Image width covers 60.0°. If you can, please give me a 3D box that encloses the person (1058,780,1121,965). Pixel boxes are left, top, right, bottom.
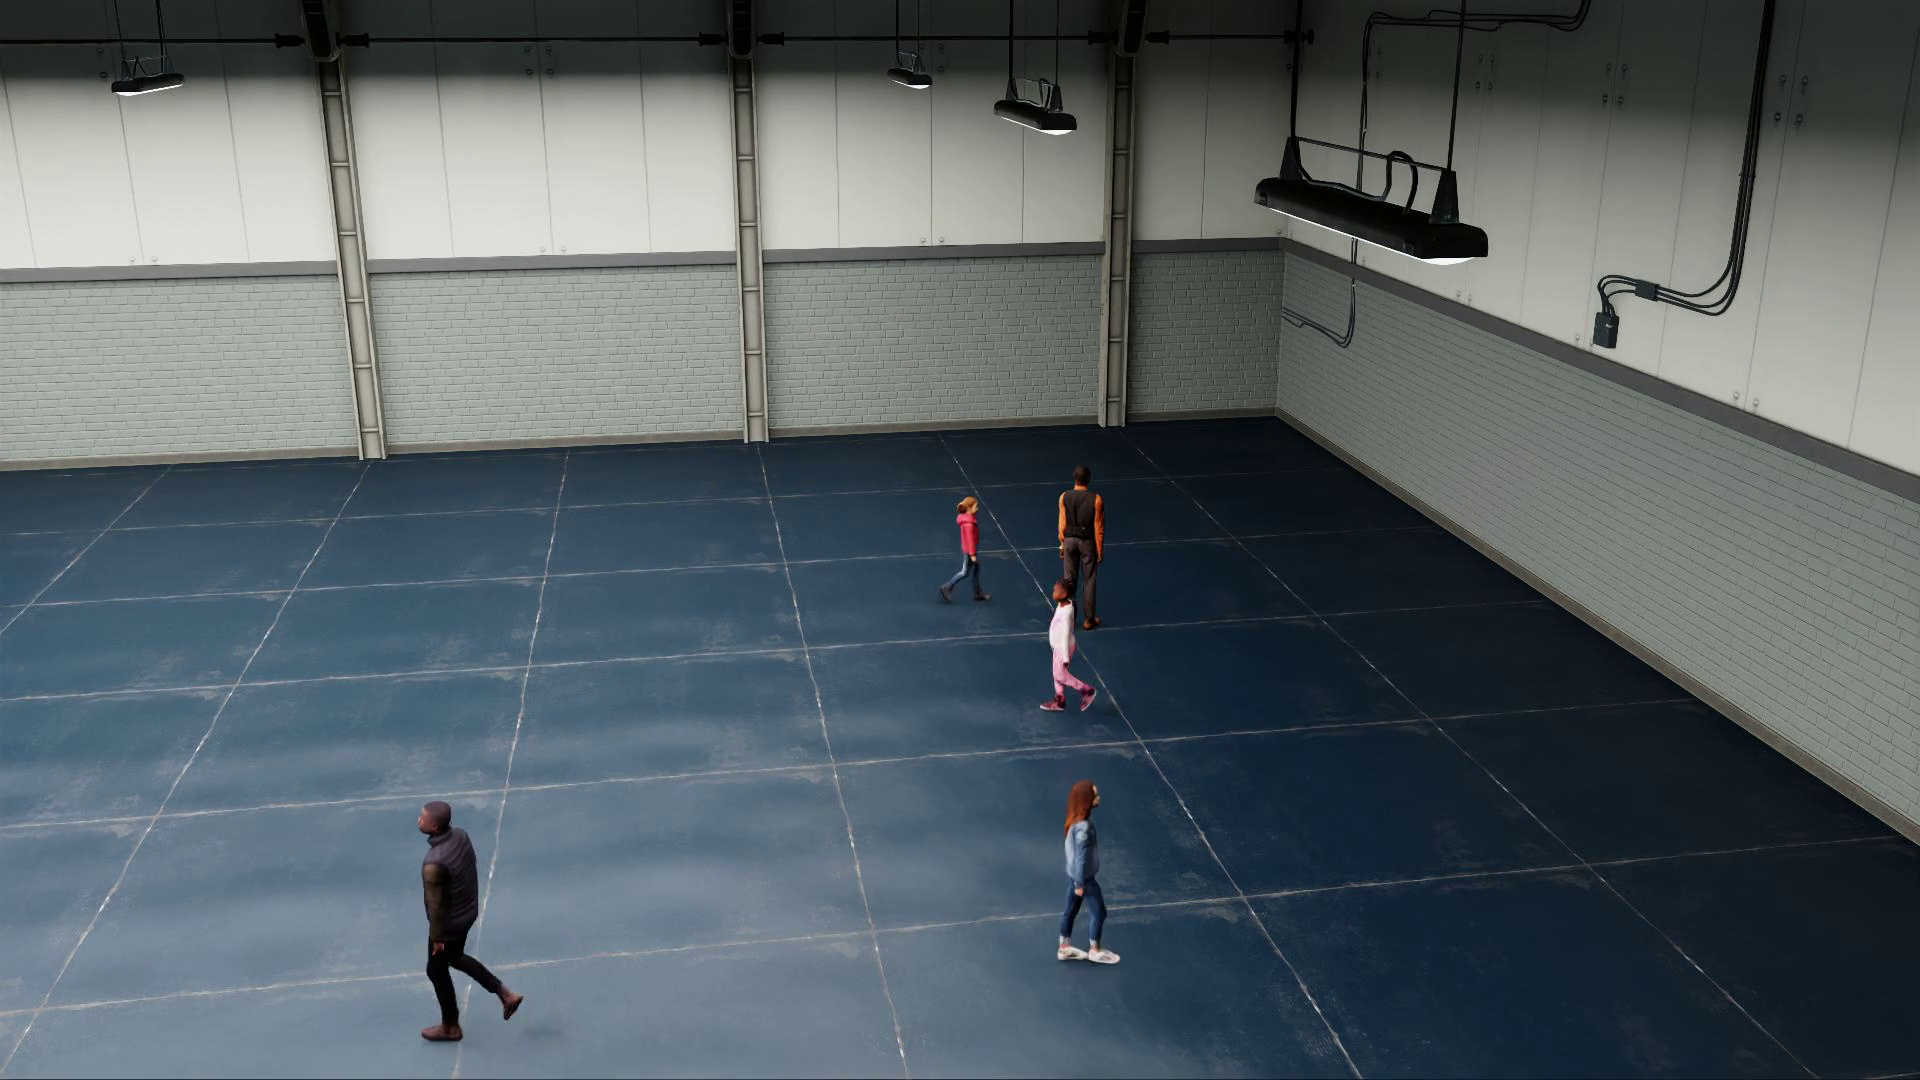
[{"bbox_3d":[0.825,2.460,12.276,0.727,1.466,0.647,0,18,-1],"label":"person"}]

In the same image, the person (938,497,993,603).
[{"bbox_3d":[0.046,0.139,19.678,0.912,1.297,0.666,2,18,6],"label":"person"}]

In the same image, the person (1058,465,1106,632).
[{"bbox_3d":[1.367,0.080,18.871,0.724,1.907,0.848,6,19,18],"label":"person"}]

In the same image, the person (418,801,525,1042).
[{"bbox_3d":[-3.382,2.594,11.297,1.040,1.818,0.870,2,18,6],"label":"person"}]

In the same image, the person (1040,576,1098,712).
[{"bbox_3d":[1.101,1.054,16.649,0.819,1.431,0.615,0,18,-1],"label":"person"}]
